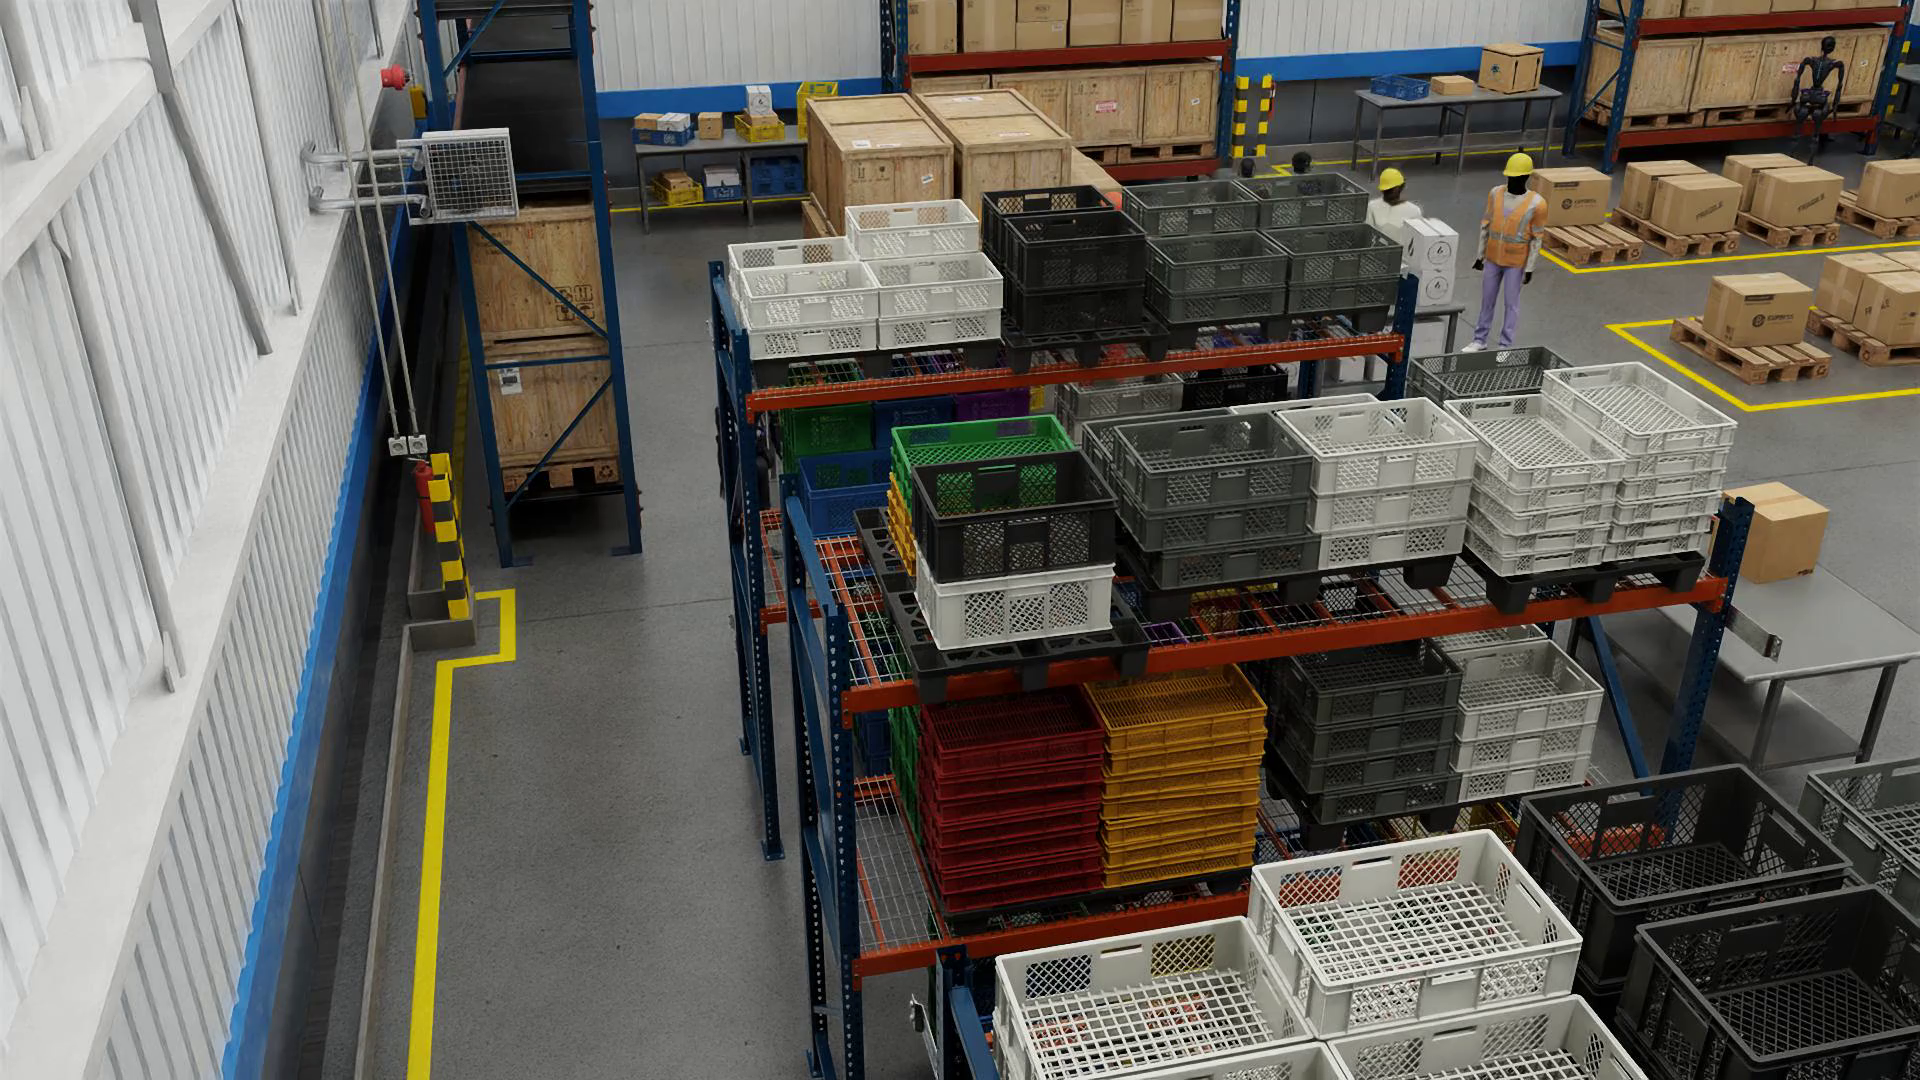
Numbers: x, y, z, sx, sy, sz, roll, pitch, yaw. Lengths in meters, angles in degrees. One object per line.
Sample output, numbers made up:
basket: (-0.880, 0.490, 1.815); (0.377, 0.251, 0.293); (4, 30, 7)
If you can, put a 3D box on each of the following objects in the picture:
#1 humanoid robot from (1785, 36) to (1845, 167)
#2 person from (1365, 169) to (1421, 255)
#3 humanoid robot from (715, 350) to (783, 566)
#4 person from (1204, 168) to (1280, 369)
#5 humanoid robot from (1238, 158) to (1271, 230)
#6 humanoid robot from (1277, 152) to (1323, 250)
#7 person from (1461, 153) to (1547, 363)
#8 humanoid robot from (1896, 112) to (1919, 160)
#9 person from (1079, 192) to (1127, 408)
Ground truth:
humanoid robot: (10.749, -5.496, 20.949); (0.611, 1.657, 0.320); (18, 33, 30)
person: (3.911, -2.541, 15.304); (0.515, 1.727, 0.801); (15, 32, 27)
humanoid robot: (-1.466, -0.577, 11.626); (0.331, 1.647, 0.595); (22, 35, 35)
person: (2.491, -2.333, 14.574); (0.837, 2.000, 0.695); (-5, 28, -10)
humanoid robot: (2.678, -2.848, 15.936); (0.582, 1.650, 0.330); (10, 29, 18)
humanoid robot: (3.293, -2.970, 16.203); (0.578, 1.631, 0.673); (-9, 29, -17)
person: (4.970, -2.568, 15.139); (0.370, 1.928, 0.584); (-24, 36, -38)
humanoid robot: (11.672, -5.033, 20.150); (0.768, 1.633, 0.602); (14, 31, 25)
person: (1.221, -1.904, 13.809); (0.621, 1.993, 0.379); (15, 31, 27)
